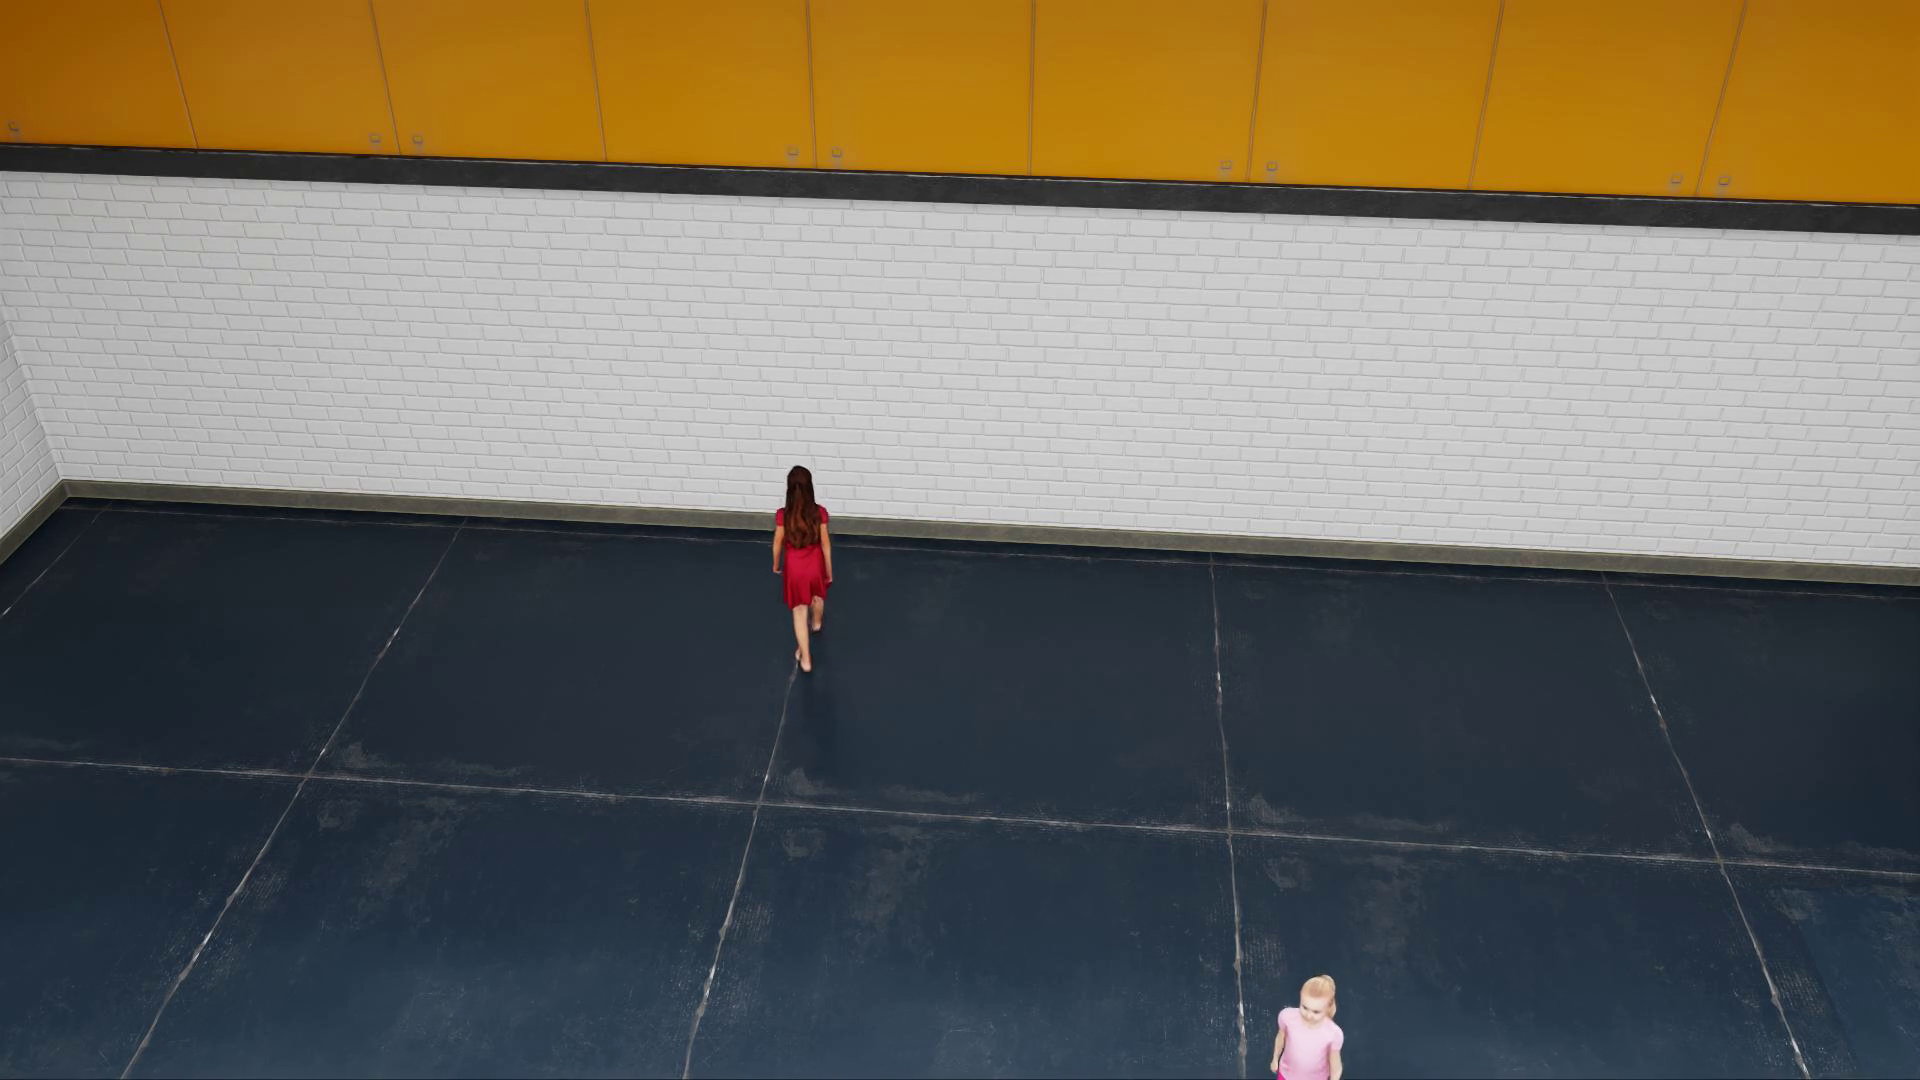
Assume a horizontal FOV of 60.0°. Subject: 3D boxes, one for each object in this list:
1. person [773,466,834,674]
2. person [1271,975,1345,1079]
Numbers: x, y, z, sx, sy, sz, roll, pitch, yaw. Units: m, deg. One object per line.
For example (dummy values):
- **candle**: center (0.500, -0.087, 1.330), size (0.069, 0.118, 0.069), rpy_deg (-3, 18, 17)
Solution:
- **person**: center (-1.079, 0.227, 11.509), size (0.734, 1.525, 0.990), rpy_deg (-7, 34, -10)
- **person**: center (1.715, 2.590, 8.208), size (0.672, 1.243, 0.946), rpy_deg (13, 36, 19)
